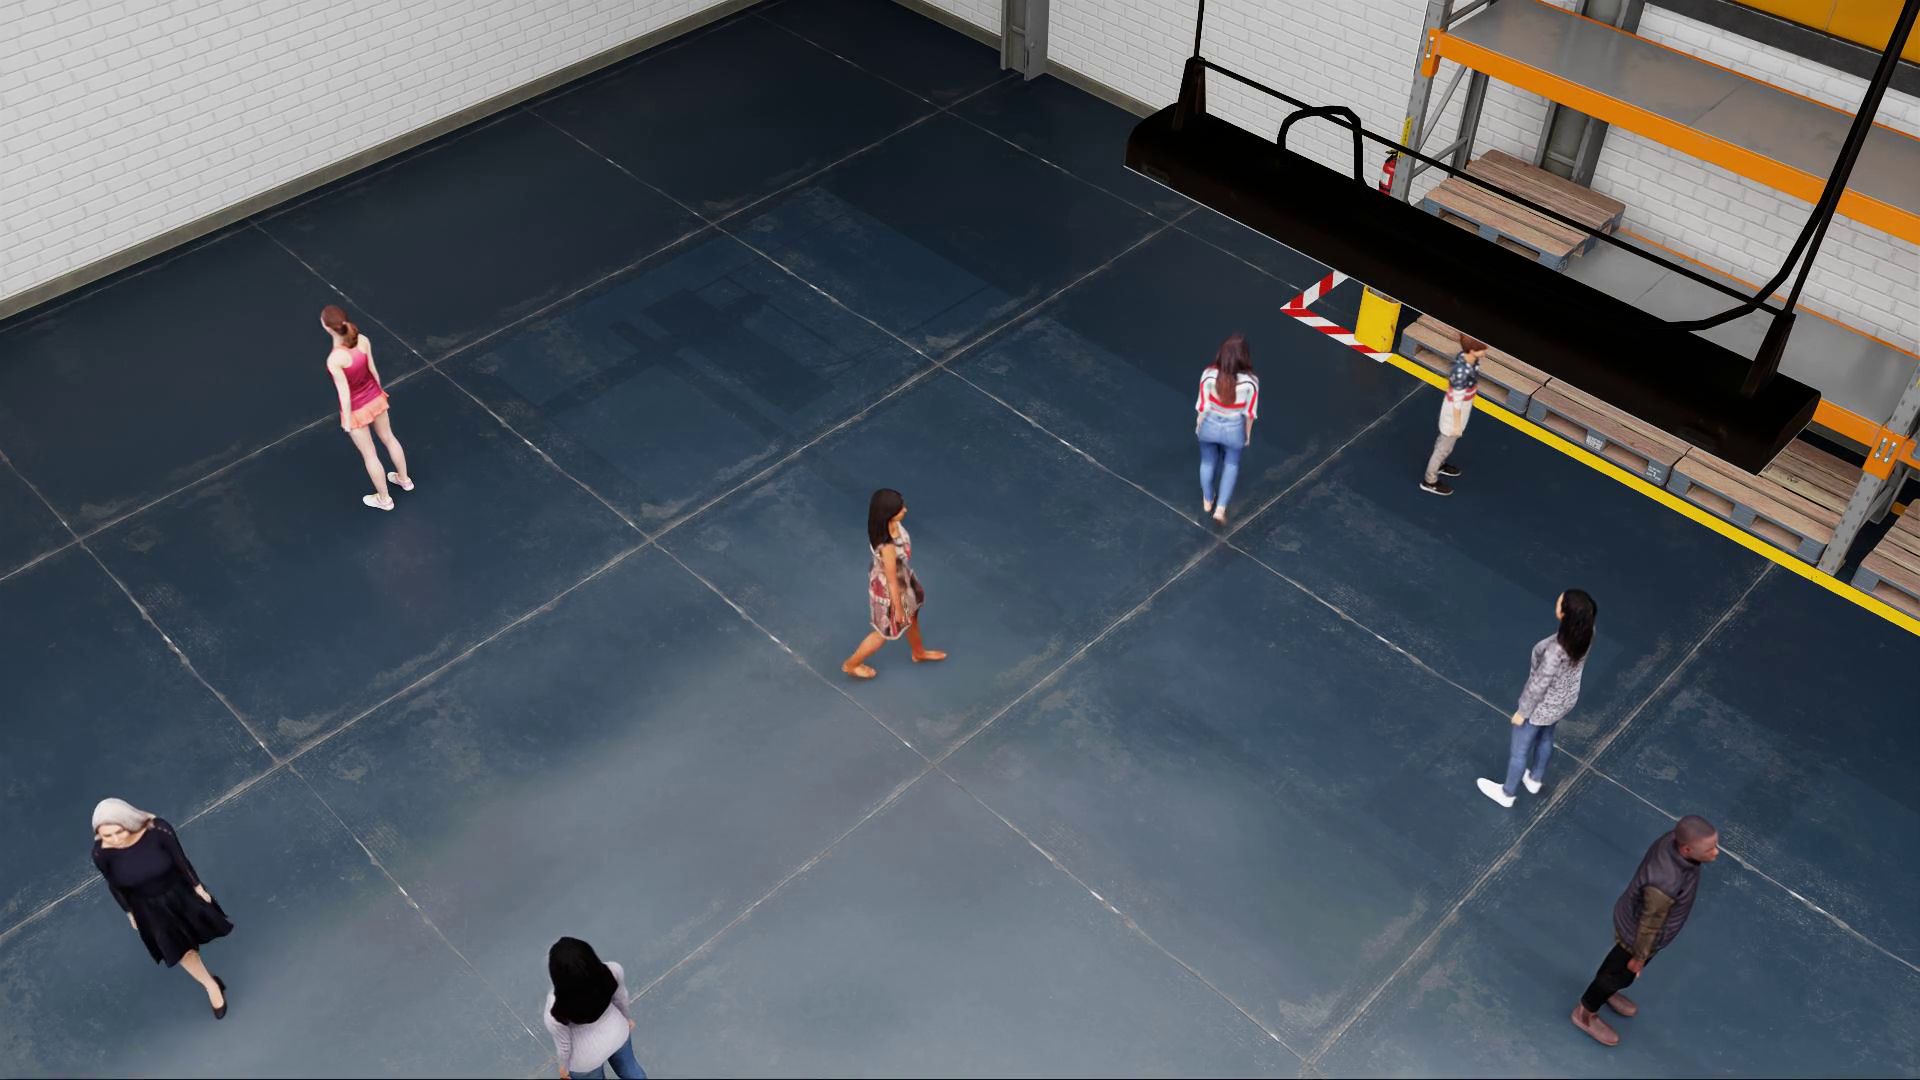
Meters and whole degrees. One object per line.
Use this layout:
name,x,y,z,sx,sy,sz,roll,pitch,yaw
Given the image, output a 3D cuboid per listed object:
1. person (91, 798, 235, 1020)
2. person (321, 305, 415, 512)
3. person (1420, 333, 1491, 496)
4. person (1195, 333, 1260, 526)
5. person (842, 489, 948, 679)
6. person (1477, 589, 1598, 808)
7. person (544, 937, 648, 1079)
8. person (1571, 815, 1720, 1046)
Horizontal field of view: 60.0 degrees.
person,-4.316,1.926,9.051,0.782,1.730,0.966,-20,47,-20
person,-4.338,-0.977,12.081,0.656,1.754,0.639,18,47,18
person,3.667,-0.989,12.320,0.595,1.441,0.593,16,46,16
person,1.875,-0.747,11.950,0.873,1.601,0.891,9,44,9
person,-0.523,0.317,10.816,1.020,1.625,1.009,-5,44,-5
person,3.559,0.967,10.057,0.644,1.731,0.577,-28,50,-26
person,-1.823,2.547,8.391,0.523,1.742,0.602,33,53,30
person,3.650,2.038,8.857,0.639,1.837,0.722,25,49,24
